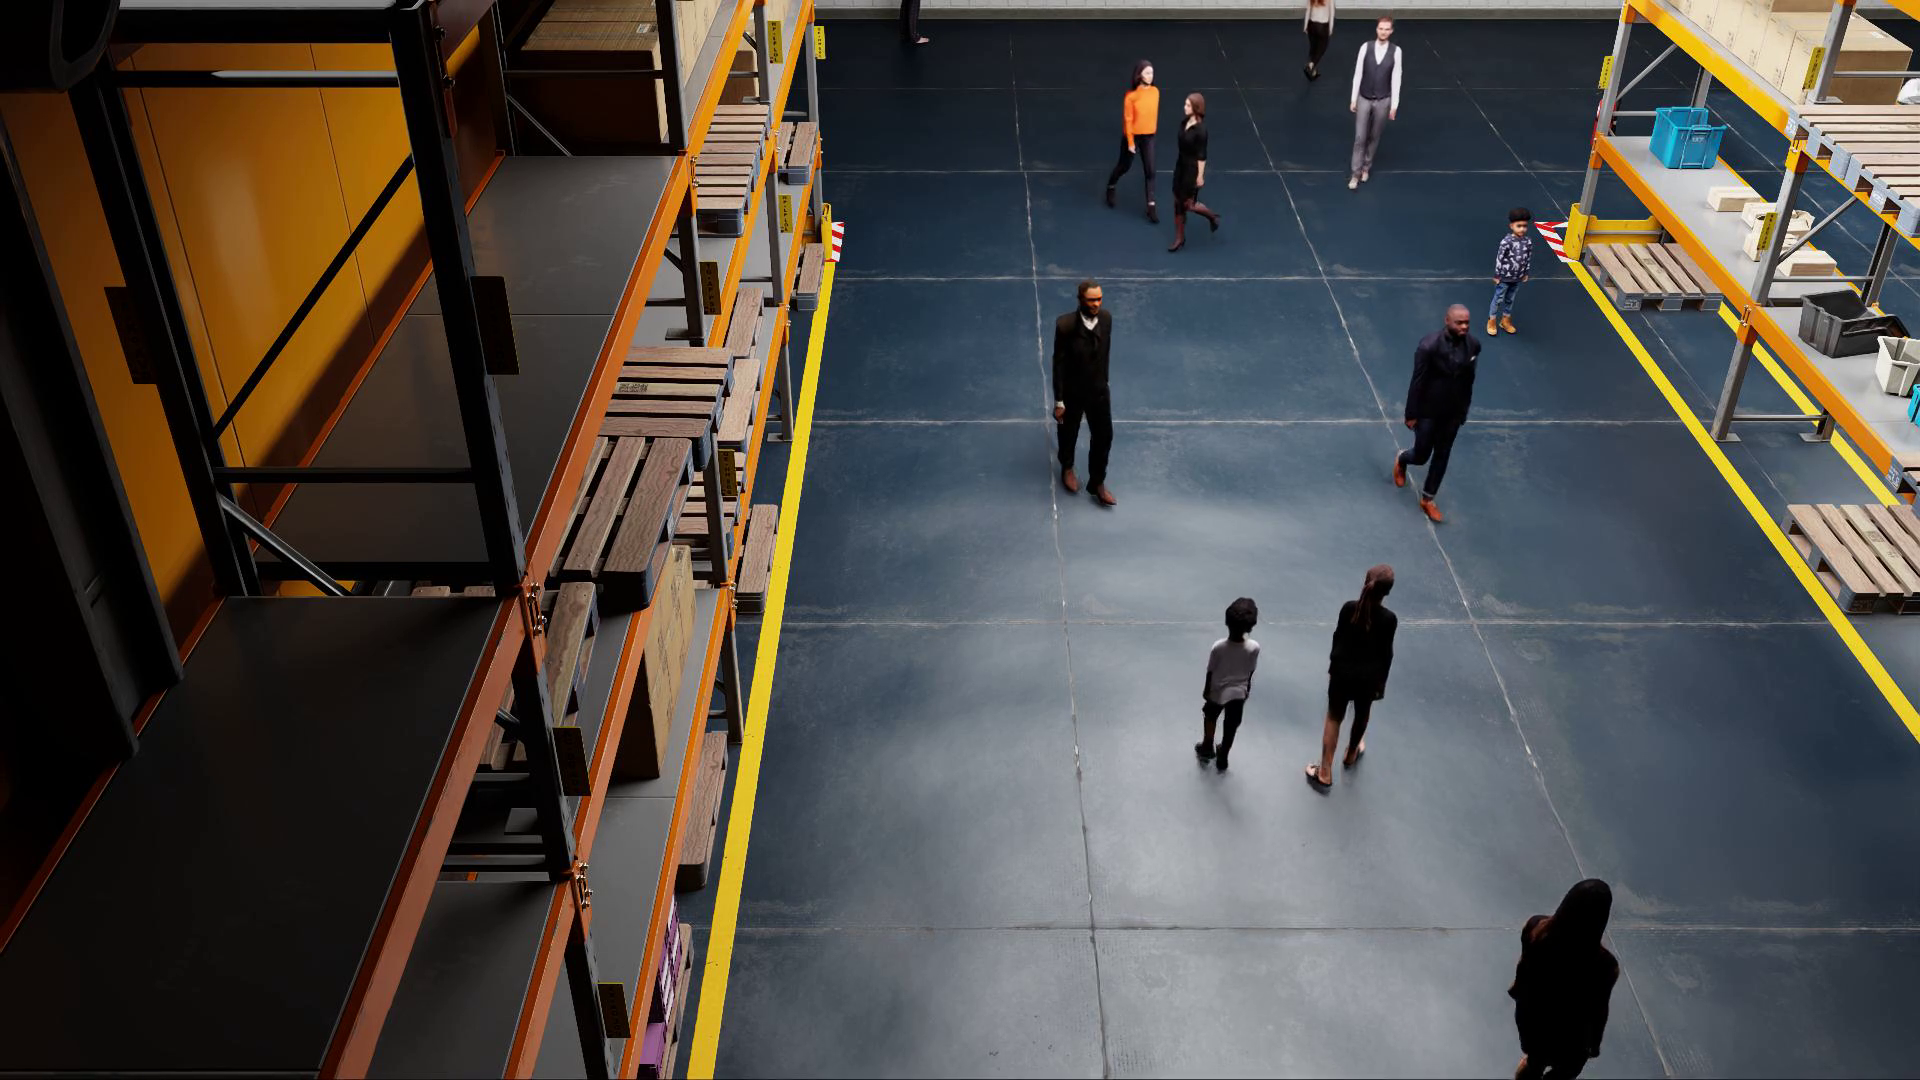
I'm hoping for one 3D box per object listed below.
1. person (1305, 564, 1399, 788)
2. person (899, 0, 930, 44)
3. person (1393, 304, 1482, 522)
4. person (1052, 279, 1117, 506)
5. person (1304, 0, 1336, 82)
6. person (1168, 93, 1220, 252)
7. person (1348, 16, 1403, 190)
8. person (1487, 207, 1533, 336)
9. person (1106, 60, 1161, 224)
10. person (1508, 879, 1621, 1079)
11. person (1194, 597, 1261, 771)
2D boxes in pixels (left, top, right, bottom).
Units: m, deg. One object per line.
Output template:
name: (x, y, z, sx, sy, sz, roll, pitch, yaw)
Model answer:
person: (2.477, 0.858, 10.459, 0.732, 1.532, 0.897, 10, 35, 15)
person: (-0.689, -7.997, 23.475, 0.796, 1.871, 0.655, -16, 37, -22)
person: (3.726, -1.054, 13.087, 0.832, 1.808, 0.978, -8, 34, -12)
person: (0.927, -1.243, 13.306, 0.887, 1.880, 1.007, -10, 35, -15)
person: (4.716, -6.763, 21.979, 0.773, 1.474, 0.866, 20, 39, 27)
person: (2.458, -3.835, 17.376, 0.848, 1.692, 0.873, -14, 36, -20)
person: (4.734, -5.041, 18.989, 0.848, 1.915, 1.071, 8, 34, 12)
person: (5.260, -2.569, 15.871, 0.537, 1.250, 0.538, -7, 34, -10)
person: (1.878, -4.377, 18.176, 0.965, 1.708, 1.200, -17, 37, -24)
person: (2.835, 2.361, 8.047, 0.942, 1.699, 0.884, -25, 41, -32)
person: (1.730, 0.963, 10.561, 0.480, 1.245, 0.466, -1, 34, -2)
